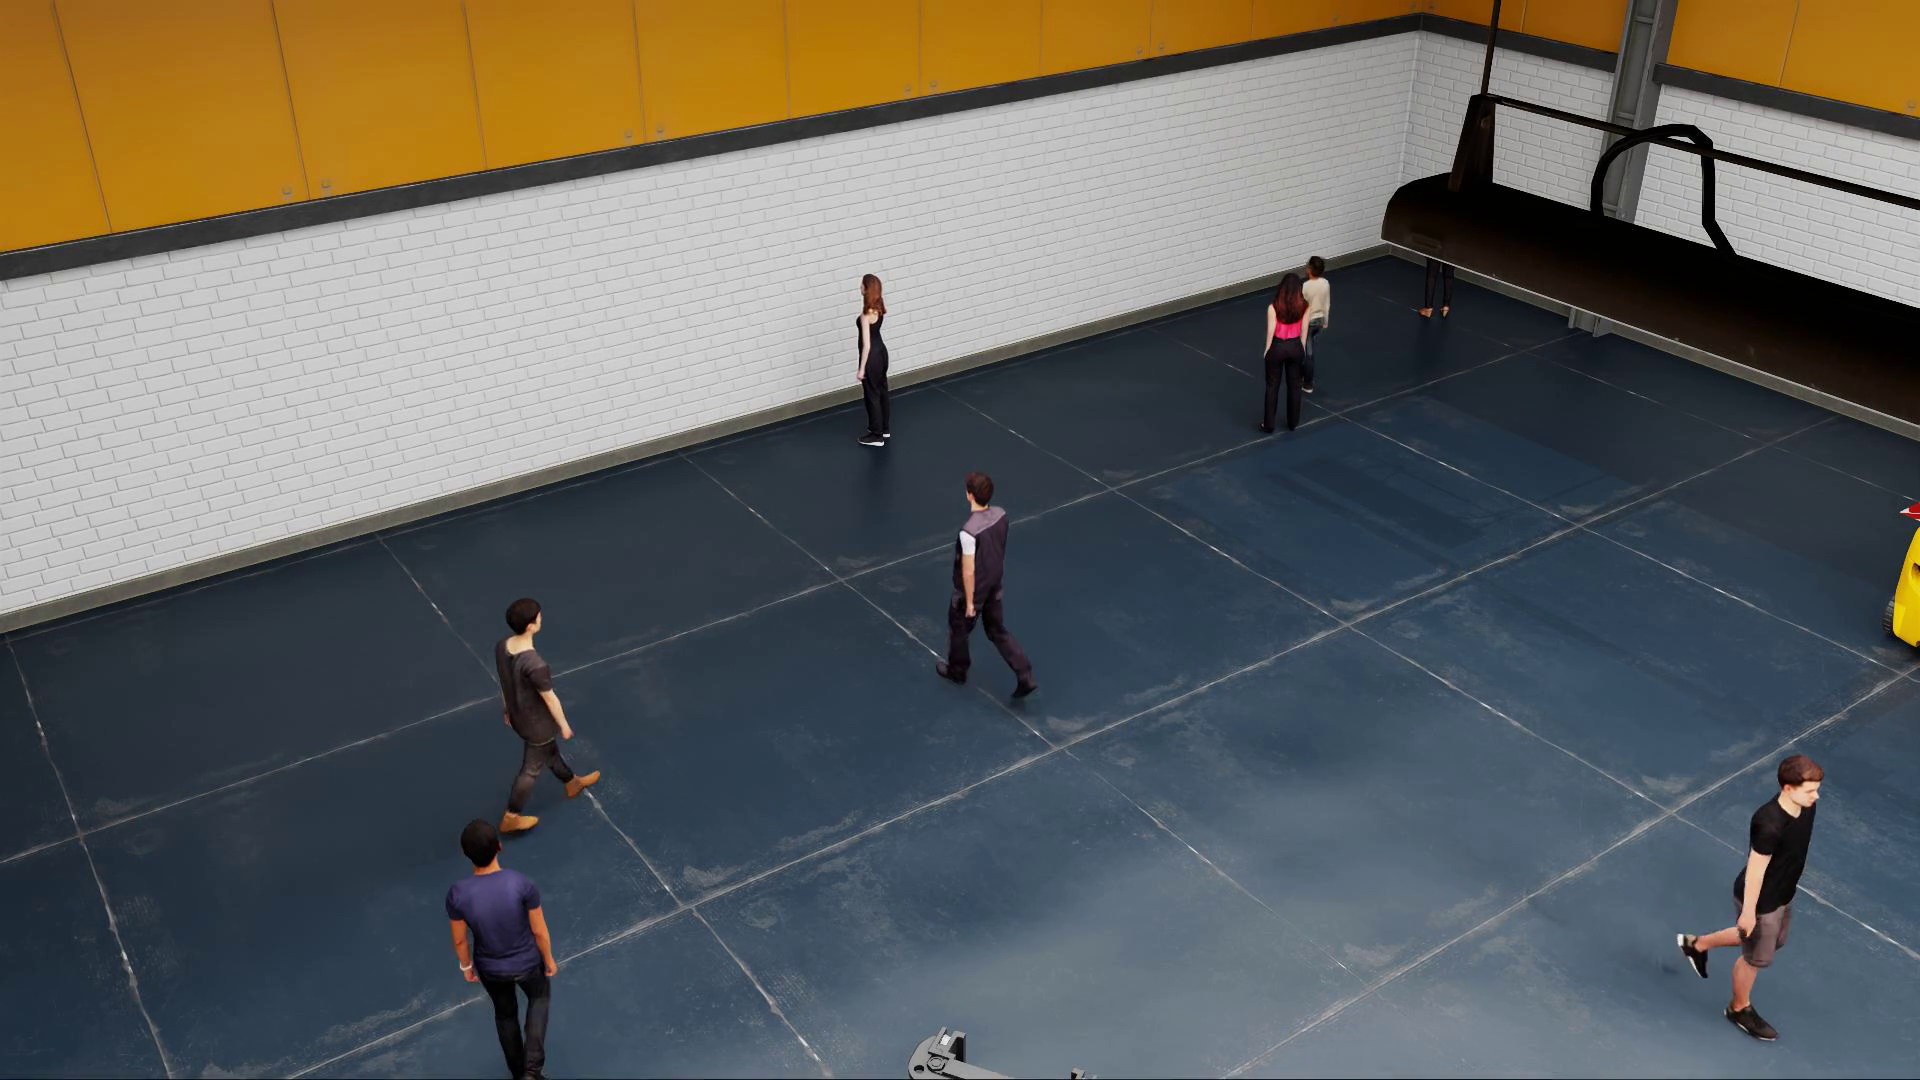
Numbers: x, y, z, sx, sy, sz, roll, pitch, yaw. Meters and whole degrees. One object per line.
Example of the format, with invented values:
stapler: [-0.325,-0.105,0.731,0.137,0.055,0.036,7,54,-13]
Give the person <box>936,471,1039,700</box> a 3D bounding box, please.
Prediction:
person: [0.228,0.385,12.248,1.216,1.817,0.861,24,36,36]

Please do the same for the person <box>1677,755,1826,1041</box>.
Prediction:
person: [4.473,1.937,9.372,0.730,1.846,0.956,-22,36,-35]

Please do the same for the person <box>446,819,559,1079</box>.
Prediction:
person: [-2.399,2.290,8.793,0.804,1.780,0.848,-5,29,-9]

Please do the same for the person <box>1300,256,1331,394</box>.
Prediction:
person: [3.720,-2.238,17.435,0.620,1.454,0.758,-14,32,-24]

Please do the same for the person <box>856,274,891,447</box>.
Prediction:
person: [-0.837,-1.772,16.274,0.693,1.747,0.665,10,30,18]

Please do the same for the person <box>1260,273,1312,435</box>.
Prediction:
person: [3.231,-1.865,16.535,0.662,1.660,0.666,-3,29,-6]

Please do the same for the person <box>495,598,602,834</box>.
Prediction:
person: [-2.868,1.188,10.924,0.799,1.675,1.043,-25,37,-37]
